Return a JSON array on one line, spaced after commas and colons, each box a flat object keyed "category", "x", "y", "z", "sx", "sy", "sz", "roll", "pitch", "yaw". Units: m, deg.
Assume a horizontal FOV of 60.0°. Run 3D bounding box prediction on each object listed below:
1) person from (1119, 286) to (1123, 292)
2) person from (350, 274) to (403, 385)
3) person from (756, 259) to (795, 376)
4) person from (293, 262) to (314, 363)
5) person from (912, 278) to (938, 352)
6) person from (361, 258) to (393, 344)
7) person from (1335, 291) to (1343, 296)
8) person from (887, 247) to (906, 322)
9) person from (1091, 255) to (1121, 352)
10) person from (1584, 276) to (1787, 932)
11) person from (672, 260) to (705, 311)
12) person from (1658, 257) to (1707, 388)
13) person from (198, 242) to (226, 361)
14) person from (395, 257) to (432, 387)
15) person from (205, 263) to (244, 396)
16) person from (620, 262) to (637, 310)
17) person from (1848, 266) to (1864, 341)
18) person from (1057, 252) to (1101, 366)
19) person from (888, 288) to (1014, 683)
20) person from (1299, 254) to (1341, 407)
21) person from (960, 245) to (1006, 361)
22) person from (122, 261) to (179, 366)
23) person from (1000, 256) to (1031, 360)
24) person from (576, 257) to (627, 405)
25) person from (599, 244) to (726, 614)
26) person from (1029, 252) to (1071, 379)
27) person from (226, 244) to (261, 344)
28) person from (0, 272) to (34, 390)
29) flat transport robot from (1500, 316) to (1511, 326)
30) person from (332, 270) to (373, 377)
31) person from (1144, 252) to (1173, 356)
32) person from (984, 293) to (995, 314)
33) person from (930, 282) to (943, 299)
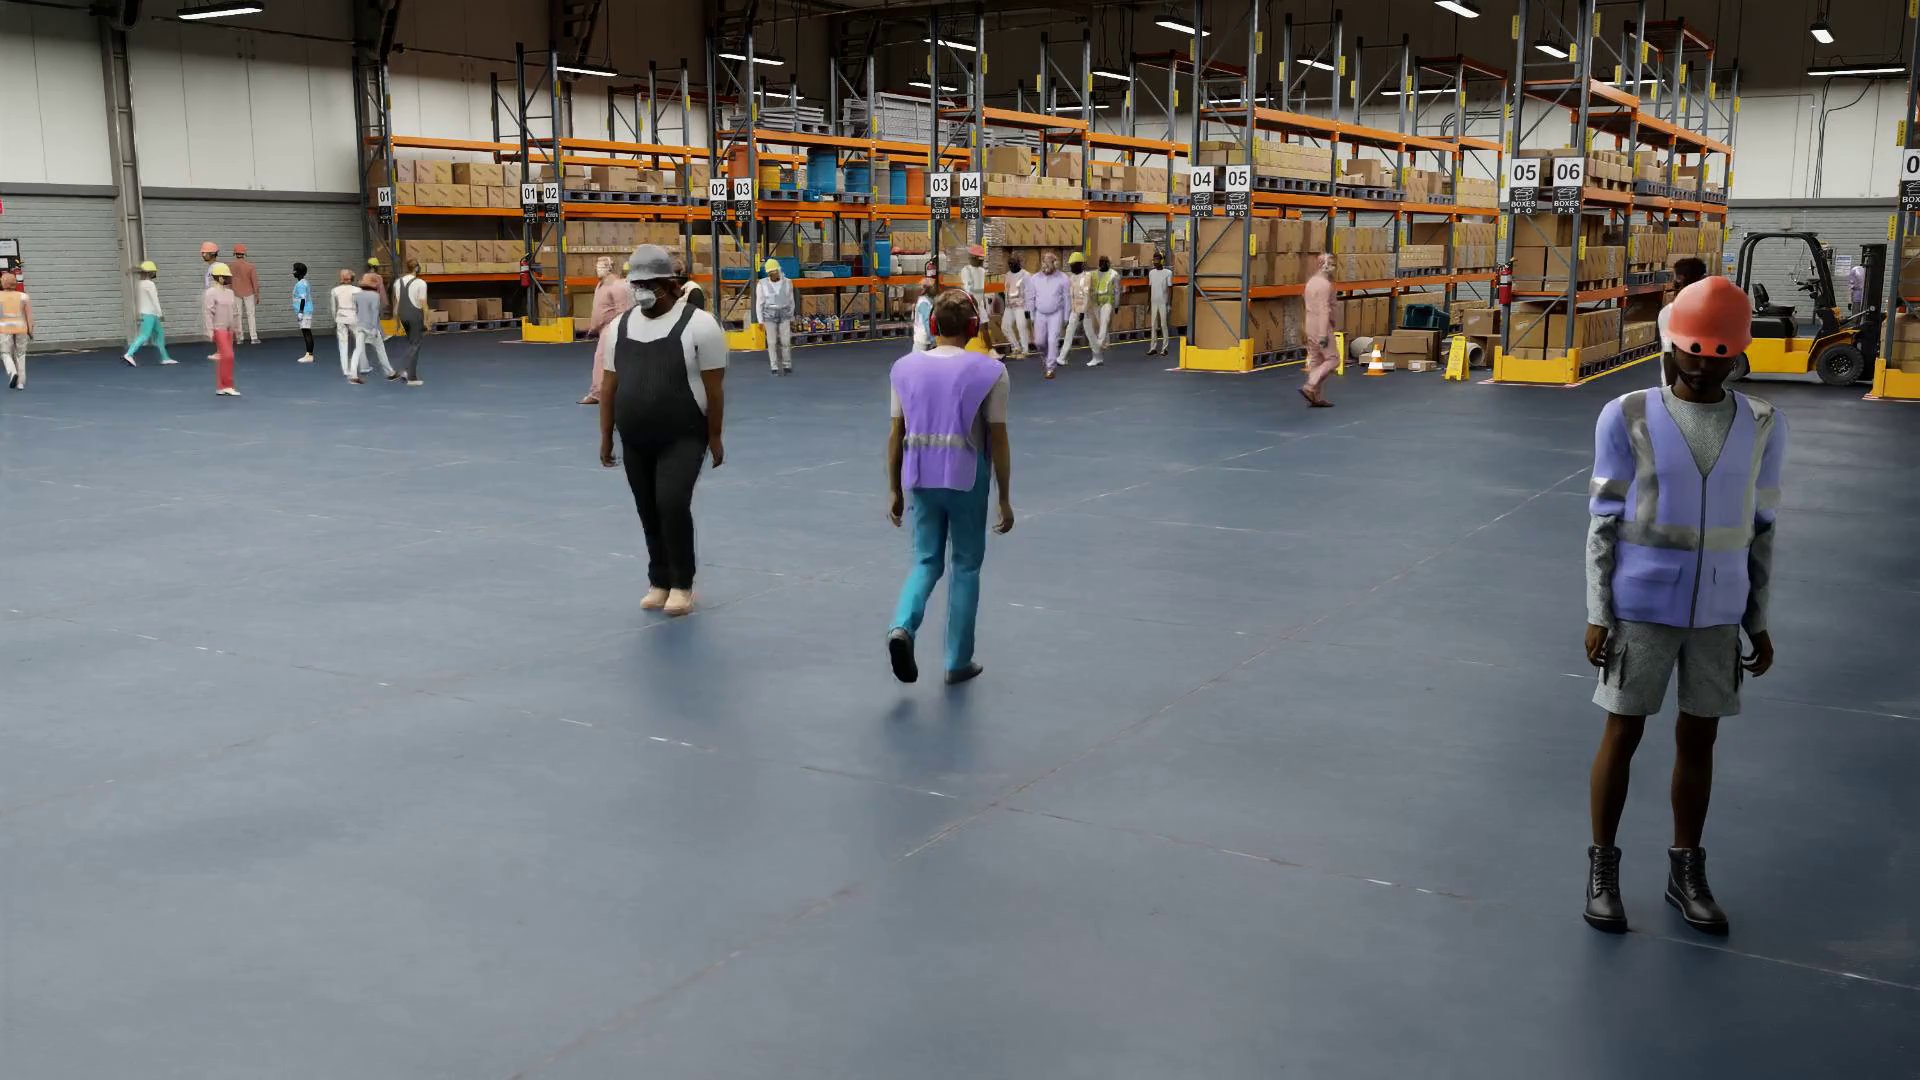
[{"category": "person", "x": 3.459, "y": -5.743, "z": 38.156, "sx": 0.627, "sy": 1.935, "sz": 0.371, "roll": 7, "pitch": 12, "yaw": 34}, {"category": "person", "x": -8.508, "y": -3.043, "z": 23.999, "sx": 0.511, "sy": 1.579, "sz": 0.900, "roll": 6, "pitch": 12, "yaw": 29}, {"category": "person", "x": -2.801, "y": -3.371, "z": 25.268, "sx": 0.611, "sy": 1.789, "sz": 0.574, "roll": -3, "pitch": 11, "yaw": -16}, {"category": "person", "x": -11.169, "y": -3.862, "z": 28.284, "sx": 0.319, "sy": 1.697, "sz": 0.532, "roll": -3, "pitch": 10, "yaw": -15}, {"category": "person", "x": -0.428, "y": -2.488, "z": 20.892, "sx": 0.877, "sy": 1.593, "sz": 0.515, "roll": 2, "pitch": 10, "yaw": 10}, {"category": "person", "x": -11.777, "y": -4.819, "z": 33.578, "sx": 0.548, "sy": 1.720, "sz": 0.903, "roll": 6, "pitch": 12, "yaw": 28}, {"category": "person", "x": 8.113, "y": -5.353, "z": 36.199, "sx": 1.014, "sy": 1.868, "sz": 0.598, "roll": -9, "pitch": 13, "yaw": -41}, {"category": "person", "x": -1.650, "y": -6.621, "z": 43.088, "sx": 0.542, "sy": 1.930, "sz": 0.366, "roll": 3, "pitch": 10, "yaw": 15}, {"category": "person", "x": 2.688, "y": -4.449, "z": 31.305, "sx": 0.620, "sy": 1.800, "sz": 0.958, "roll": 7, "pitch": 12, "yaw": 34}, {"category": "person", "x": 2.112, "y": 0.204, "z": 4.866, "sx": 0.543, "sy": 1.928, "sz": 0.374, "roll": 1, "pitch": 10, "yaw": 5}, {"category": "person", "x": -3.367, "y": -2.411, "z": 19.803, "sx": 0.564, "sy": 1.820, "sz": 0.629, "roll": -8, "pitch": 13, "yaw": -38}, {"category": "person", "x": 5.314, "y": -1.097, "z": 12.159, "sx": 0.622, "sy": 1.915, "sz": 0.782, "roll": -4, "pitch": 11, "yaw": -20}, {"category": "person", "x": -12.878, "y": -4.115, "z": 28.733, "sx": 0.397, "sy": 2.043, "sz": 0.609, "roll": -7, "pitch": 12, "yaw": -34}, {"category": "person", "x": -7.732, "y": -3.073, "z": 23.513, "sx": 0.564, "sy": 1.817, "sz": 0.434, "roll": 4, "pitch": 11, "yaw": 22}, {"category": "person", "x": -9.646, "y": -2.766, "z": 21.968, "sx": 0.591, "sy": 1.747, "sz": 0.547, "roll": 2, "pitch": 10, "yaw": 11}, {"category": "person", "x": -5.443, "y": -3.778, "z": 27.756, "sx": 0.837, "sy": 1.702, "sz": 0.515, "roll": -9, "pitch": 14, "yaw": -42}, {"category": "person", "x": 17.150, "y": -4.548, "z": 31.516, "sx": 0.589, "sy": 1.922, "sz": 0.391, "roll": 2, "pitch": 10, "yaw": 10}, {"category": "person", "x": 1.958, "y": -3.789, "z": 27.371, "sx": 0.997, "sy": 1.873, "sz": 0.608, "roll": -7, "pitch": 12, "yaw": -33}, {"category": "person", "x": -0.073, "y": -0.214, "z": 7.517, "sx": 0.589, "sy": 1.824, "sz": 0.597, "roll": 4, "pitch": 11, "yaw": 23}, {"category": "person", "x": 4.457, "y": -2.559, "z": 20.427, "sx": 0.425, "sy": 1.891, "sz": 0.671, "roll": -1, "pitch": 10, "yaw": -5}, {"category": "person", "x": 0.279, "y": -4.002, "z": 28.264, "sx": 1.011, "sy": 1.988, "sz": 0.607, "roll": 10, "pitch": 14, "yaw": 44}, {"category": "person", "x": -13.483, "y": -3.745, "z": 27.534, "sx": 0.862, "sy": 1.729, "sz": 0.529, "roll": -8, "pitch": 13, "yaw": -36}, {"category": "person", "x": 0.991, "y": -4.032, "z": 28.945, "sx": 0.499, "sy": 1.802, "sz": 0.674, "roll": -9, "pitch": 13, "yaw": -41}, {"category": "person", "x": -4.421, "y": -2.665, "z": 21.140, "sx": 0.991, "sy": 1.863, "sz": 0.642, "roll": -5, "pitch": 11, "yaw": -28}, {"category": "person", "x": -1.668, "y": -0.600, "z": 9.053, "sx": 0.702, "sy": 2.000, "sz": 0.627, "roll": 3, "pitch": 11, "yaw": 19}, {"category": "person", "x": 1.360, "y": -3.376, "z": 25.038, "sx": 0.642, "sy": 1.891, "sz": 0.542, "roll": 3, "pitch": 11, "yaw": 18}, {"category": "person", "x": -14.449, "y": -4.949, "z": 33.530, "sx": 0.622, "sy": 1.997, "sz": 0.372, "roll": -2, "pitch": 10, "yaw": -9}, {"category": "person", "x": -13.014, "y": -2.859, "z": 22.860, "sx": 0.530, "sy": 1.622, "sz": 0.464, "roll": -8, "pitch": 13, "yaw": -36}, {"category": "flat transport robot", "x": 13.403, "y": -5.376, "z": 40.758, "sx": 0.652, "sy": 0.197, "sz": 1.431, "roll": 0, "pitch": 10, "yaw": 2}, {"category": "person", "x": -9.314, "y": -3.325, "z": 25.486, "sx": 0.541, "sy": 1.606, "sz": 0.758, "roll": 0, "pitch": 10, "yaw": 3}, {"category": "person", "x": 3.584, "y": -4.237, "z": 29.915, "sx": 0.521, "sy": 1.865, "sz": 0.319, "roll": 8, "pitch": 13, "yaw": 39}, {"category": "person", "x": 0.495, "y": -5.095, "z": 34.703, "sx": 0.528, "sy": 1.867, "sz": 0.615, "roll": -7, "pitch": 12, "yaw": -35}, {"category": "person", "x": -0.631, "y": -6.174, "z": 40.717, "sx": 0.668, "sy": 1.886, "sz": 1.027, "roll": 7, "pitch": 12, "yaw": 36}]
